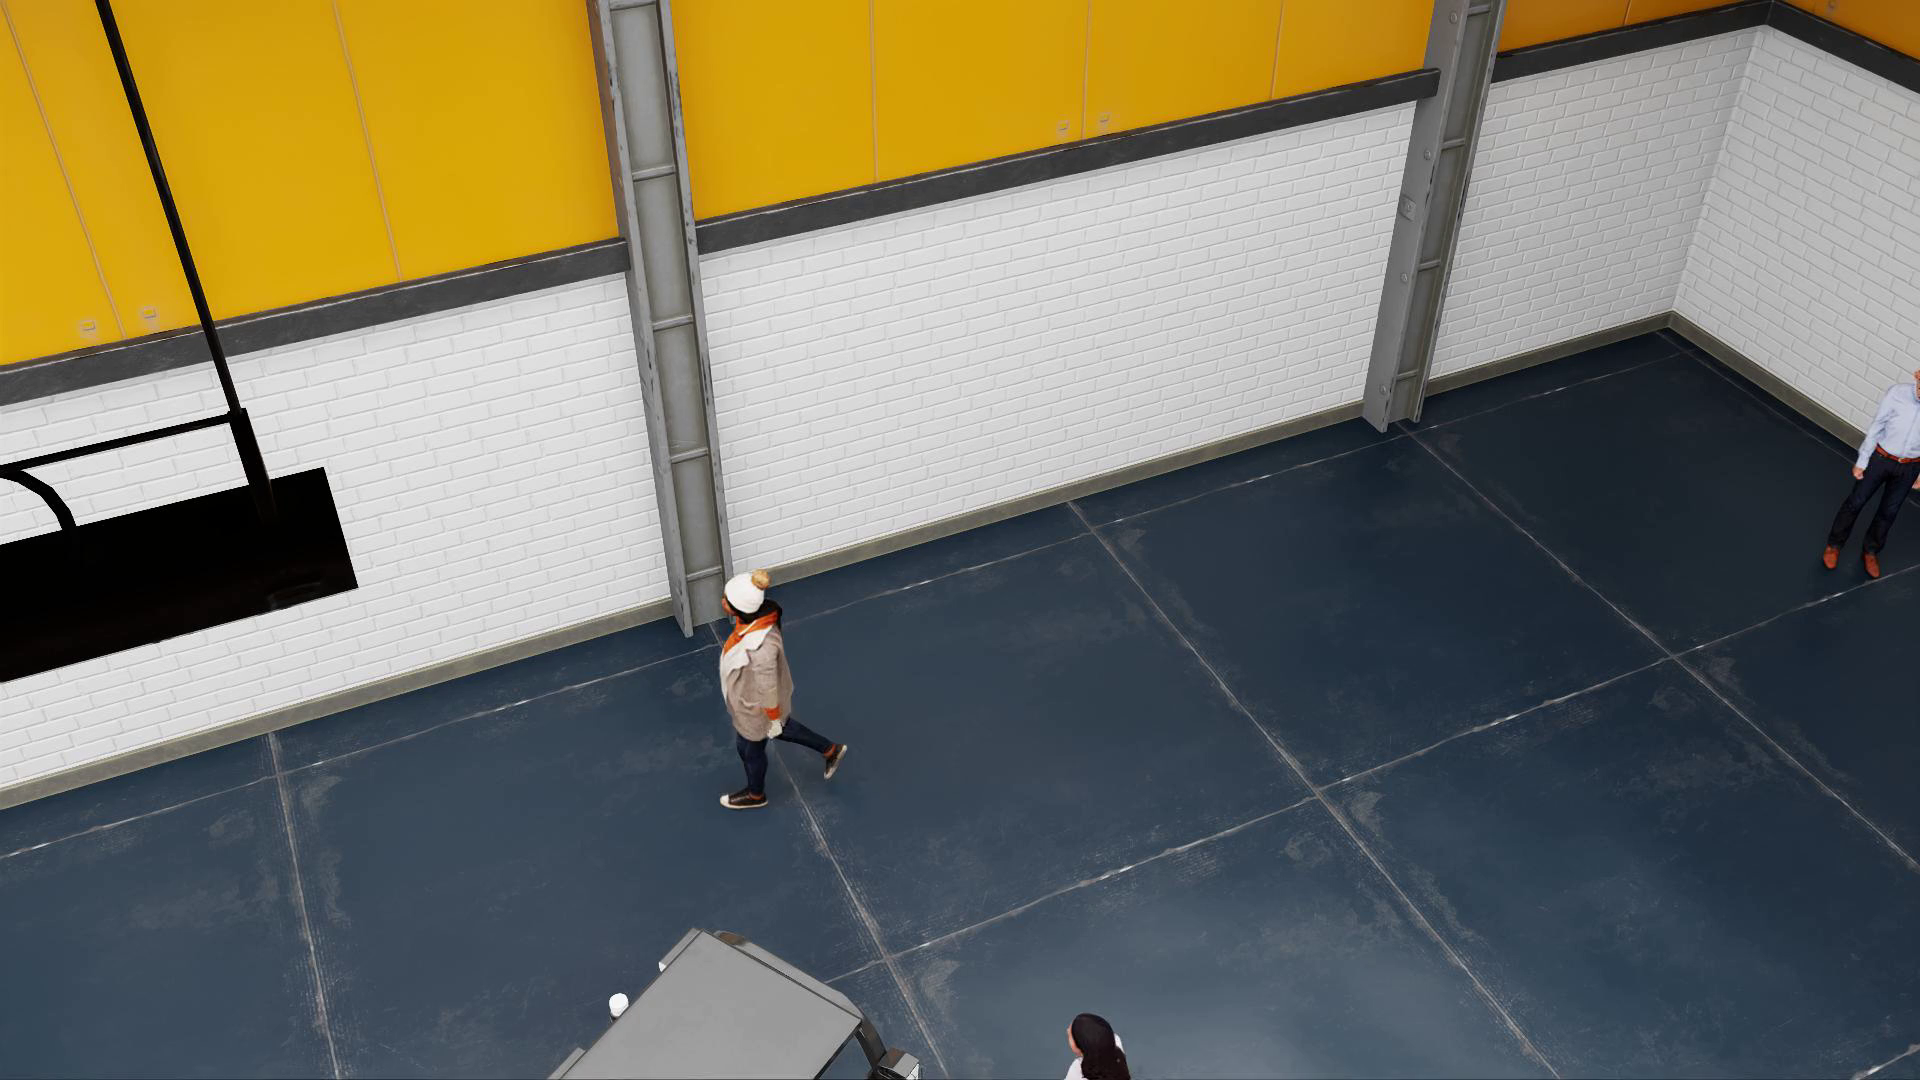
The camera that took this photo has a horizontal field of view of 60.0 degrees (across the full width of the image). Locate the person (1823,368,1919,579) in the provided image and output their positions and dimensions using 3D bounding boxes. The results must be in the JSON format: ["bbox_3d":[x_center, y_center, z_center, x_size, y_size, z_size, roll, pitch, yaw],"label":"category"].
[{"bbox_3d":[6.676,-0.543,11.908,0.719,1.789,0.789,11,40,14],"label":"person"}]

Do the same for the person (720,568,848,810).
[{"bbox_3d":[-1.098,0.901,10.036,1.145,1.869,0.885,-5,39,-6],"label":"person"}]

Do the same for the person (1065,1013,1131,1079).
[{"bbox_3d":[0.701,2.841,7.678,1.050,1.781,1.114,22,44,25],"label":"person"}]
